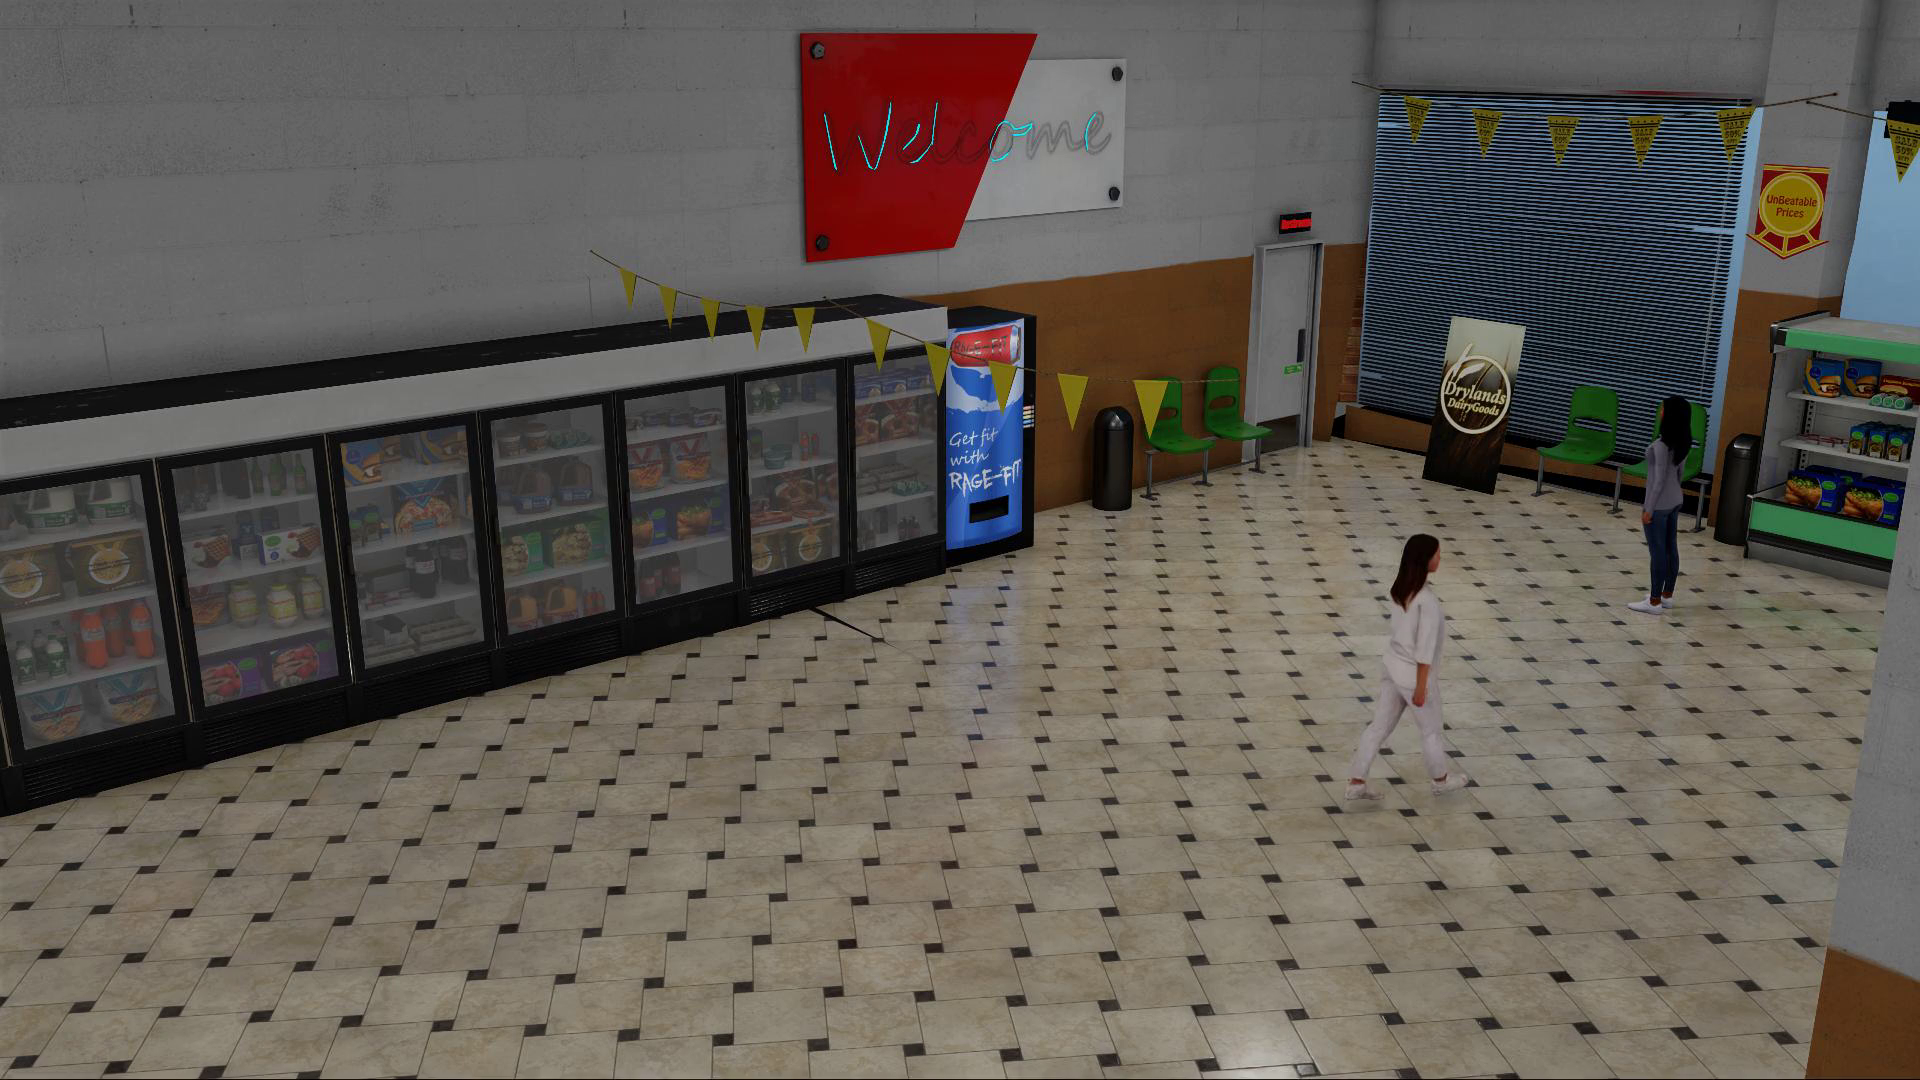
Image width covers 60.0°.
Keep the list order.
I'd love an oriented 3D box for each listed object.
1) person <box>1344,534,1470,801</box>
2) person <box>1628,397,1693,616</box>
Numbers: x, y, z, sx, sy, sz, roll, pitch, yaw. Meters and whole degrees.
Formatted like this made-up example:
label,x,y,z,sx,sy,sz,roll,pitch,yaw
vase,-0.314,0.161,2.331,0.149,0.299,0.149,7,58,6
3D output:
label,x,y,z,sx,sy,sz,roll,pitch,yaw
person,2.564,0.798,9.748,0.912,1.649,1.084,-6,18,-19
person,5.572,-0.277,13.140,0.602,1.734,0.508,-14,22,-38
